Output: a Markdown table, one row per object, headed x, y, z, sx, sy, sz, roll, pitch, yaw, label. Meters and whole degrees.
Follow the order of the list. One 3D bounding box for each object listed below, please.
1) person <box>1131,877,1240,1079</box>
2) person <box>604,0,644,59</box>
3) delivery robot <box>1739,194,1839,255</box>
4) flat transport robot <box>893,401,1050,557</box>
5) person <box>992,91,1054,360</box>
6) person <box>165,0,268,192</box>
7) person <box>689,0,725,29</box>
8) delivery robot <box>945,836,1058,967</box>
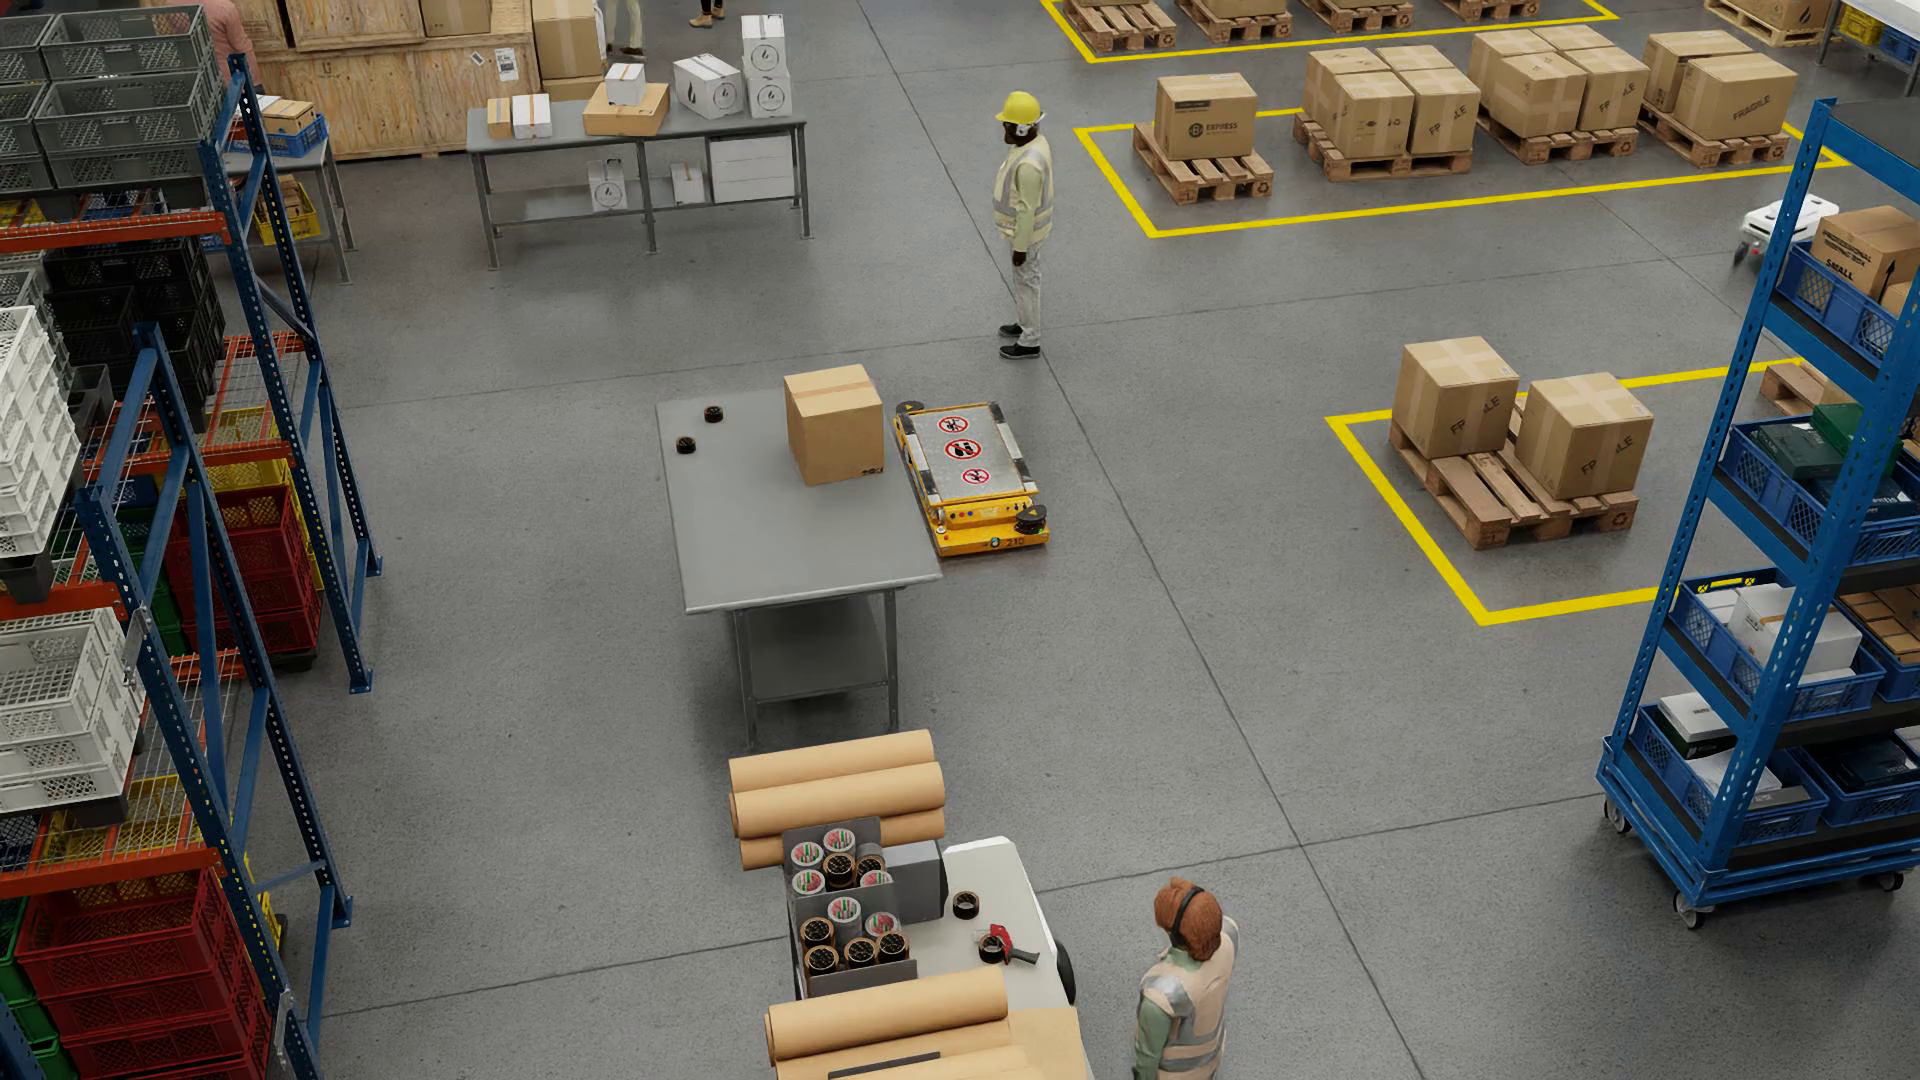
| x | y | z | sx | sy | sz | roll | pitch | yaw | label |
| --- | --- | --- | --- | --- | --- | --- | --- | --- | --- |
| 0.785 | 1.824 | 5.946 | 0.312 | 1.631 | 0.514 | 28 | 45 | 32 | person |
| -3.184 | -5.492 | 15.625 | 0.597 | 1.817 | 0.623 | -24 | 43 | -29 | person |
| 6.188 | -2.370 | 12.404 | 0.707 | 0.478 | 0.477 | -19 | 41 | -24 | delivery robot |
| 0.046 | -0.430 | 10.108 | 0.652 | 0.197 | 1.431 | -8 | 37 | -10 | flat transport robot |
| 0.414 | -2.088 | 11.049 | 0.403 | 1.826 | 0.595 | 2 | 37 | 3 | person |
| -5.772 | -3.655 | 13.080 | 0.642 | 1.912 | 0.409 | 8 | 37 | 11 | person |
| -2.542 | -5.886 | 16.253 | 0.316 | 1.695 | 0.542 | 15 | 39 | 19 | person |
| 0.159 | 1.595 | 7.076 | 0.477 | 0.478 | 0.707 | -9 | 38 | -12 | delivery robot |
